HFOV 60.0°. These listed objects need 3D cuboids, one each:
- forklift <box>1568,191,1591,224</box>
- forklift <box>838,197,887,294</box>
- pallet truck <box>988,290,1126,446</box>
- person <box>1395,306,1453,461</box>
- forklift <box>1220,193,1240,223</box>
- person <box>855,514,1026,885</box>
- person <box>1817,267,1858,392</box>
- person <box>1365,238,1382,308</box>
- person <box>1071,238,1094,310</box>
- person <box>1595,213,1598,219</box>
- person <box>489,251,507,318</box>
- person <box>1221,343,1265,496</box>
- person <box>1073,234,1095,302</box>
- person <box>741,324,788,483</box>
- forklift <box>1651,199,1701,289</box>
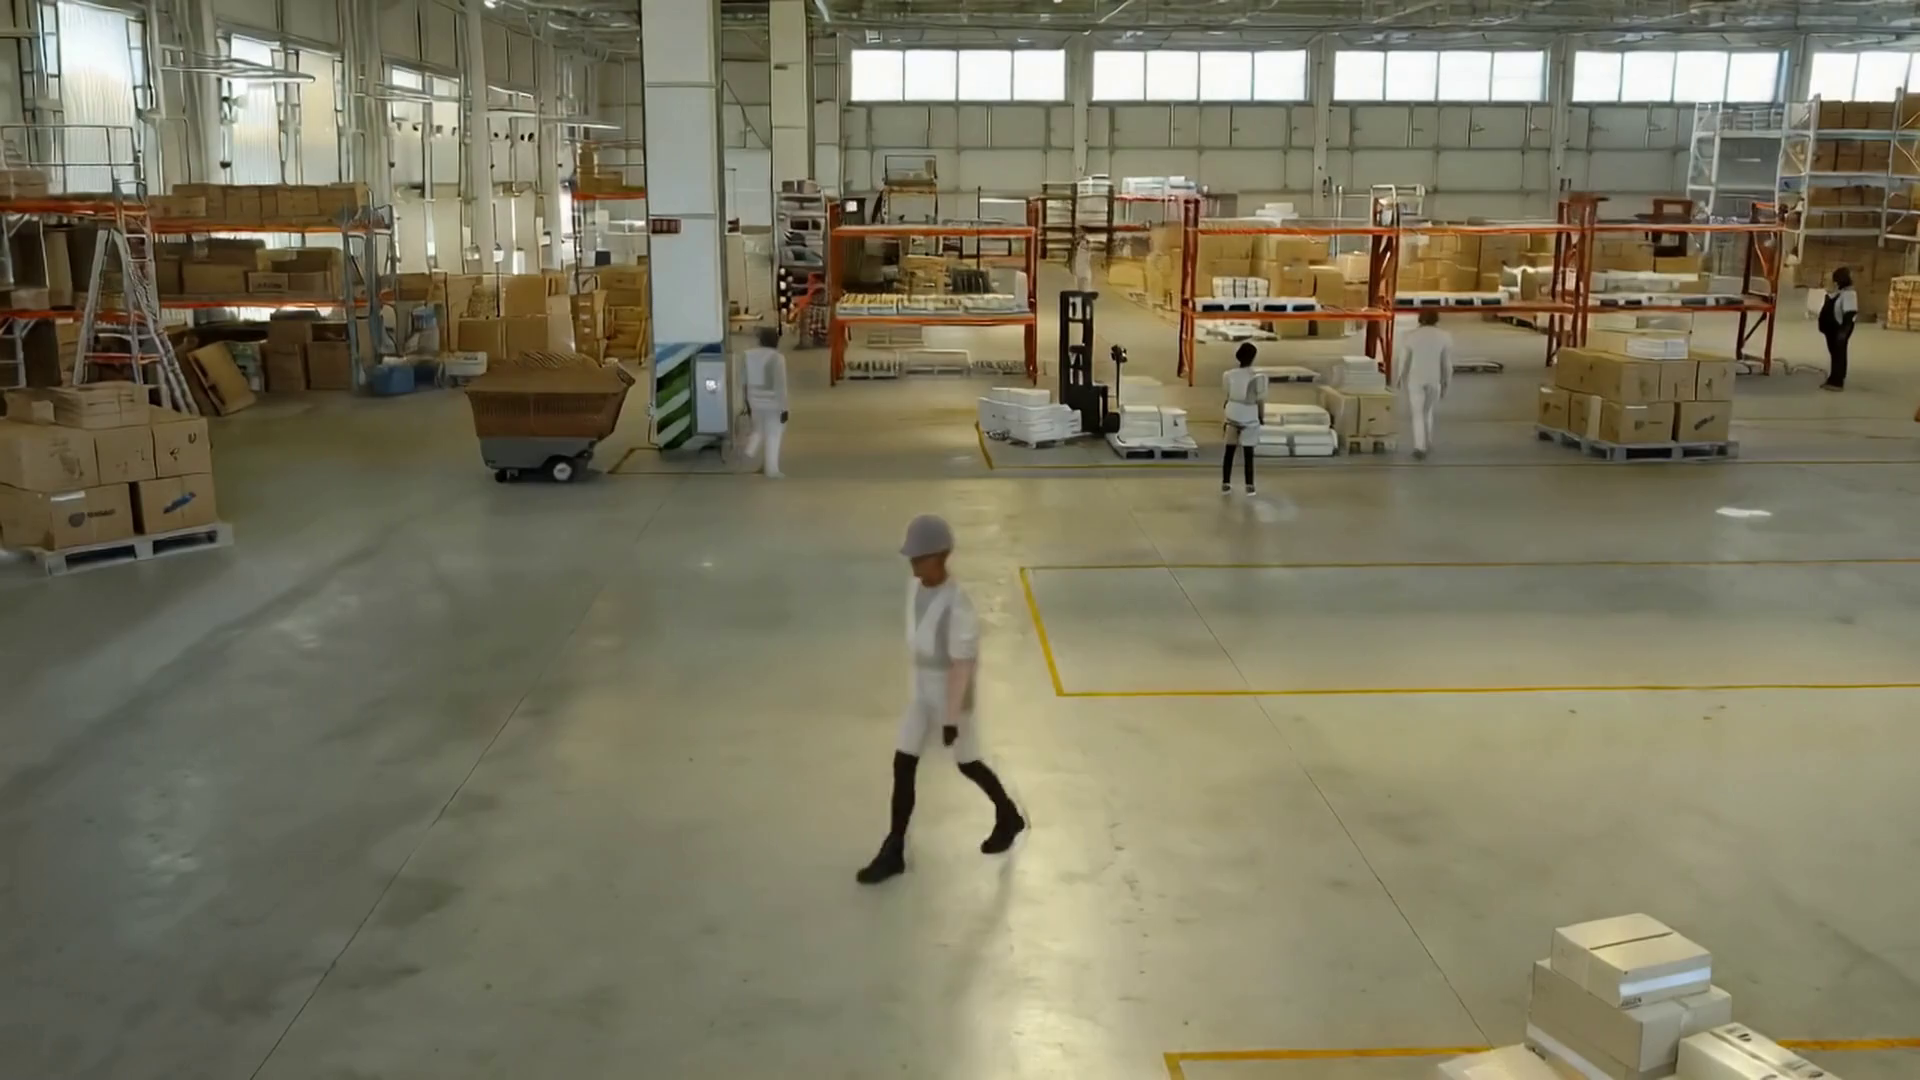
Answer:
[{"bbox_3d":[23.038,-11.608,62.131,1.129,2.768,1.873,-9,15,-35],"label":"forklift"},{"bbox_3d":[-3.165,-8.717,49.077,1.873,2.768,1.129,-11,17,-40],"label":"forklift"},{"bbox_3d":[1.257,-2.299,22.111,1.885,1.965,0.823,-9,15,-35],"label":"pallet truck"},{"bbox_3d":[5.797,-1.986,20.924,0.635,1.905,0.918,0,12,0],"label":"person"},{"bbox_3d":[9.149,-10.376,56.567,1.873,2.768,1.129,8,15,31],"label":"forklift"},{"bbox_3d":[-0.052,0.776,8.498,1.011,1.891,0.562,-10,16,-38],"label":"person"},{"bbox_3d":[14.308,-3.439,27.161,0.536,2.000,0.672,4,13,17],"label":"person"},{"bbox_3d":[10.564,-6.788,42.647,0.373,1.900,0.775,-4,13,-18],"label":"person"},{"bbox_3d":[3.175,-6.848,42.907,0.617,1.899,0.708,4,13,16],"label":"person"},{"bbox_3d":[26.088,-12.540,68.541,0.584,1.911,0.775,5,13,20],"label":"person"},{"bbox_3d":[-11.369,-6.264,40.853,0.323,1.632,0.525,-12,17,-44],"label":"person"},{"bbox_3d":[3.143,-1.342,18.500,0.533,1.690,0.321,10,16,38],"label":"person"},{"bbox_3d":[3.381,-7.375,45.261,0.632,1.886,1.014,-3,13,-13],"label":"person"},{"bbox_3d":[-2.227,-1.560,19.145,0.642,1.832,0.484,8,15,33],"label":"person"},{"bbox_3d":[19.213,-7.836,45.101,1.129,2.768,1.873,-1,13,-3],"label":"forklift"}]
